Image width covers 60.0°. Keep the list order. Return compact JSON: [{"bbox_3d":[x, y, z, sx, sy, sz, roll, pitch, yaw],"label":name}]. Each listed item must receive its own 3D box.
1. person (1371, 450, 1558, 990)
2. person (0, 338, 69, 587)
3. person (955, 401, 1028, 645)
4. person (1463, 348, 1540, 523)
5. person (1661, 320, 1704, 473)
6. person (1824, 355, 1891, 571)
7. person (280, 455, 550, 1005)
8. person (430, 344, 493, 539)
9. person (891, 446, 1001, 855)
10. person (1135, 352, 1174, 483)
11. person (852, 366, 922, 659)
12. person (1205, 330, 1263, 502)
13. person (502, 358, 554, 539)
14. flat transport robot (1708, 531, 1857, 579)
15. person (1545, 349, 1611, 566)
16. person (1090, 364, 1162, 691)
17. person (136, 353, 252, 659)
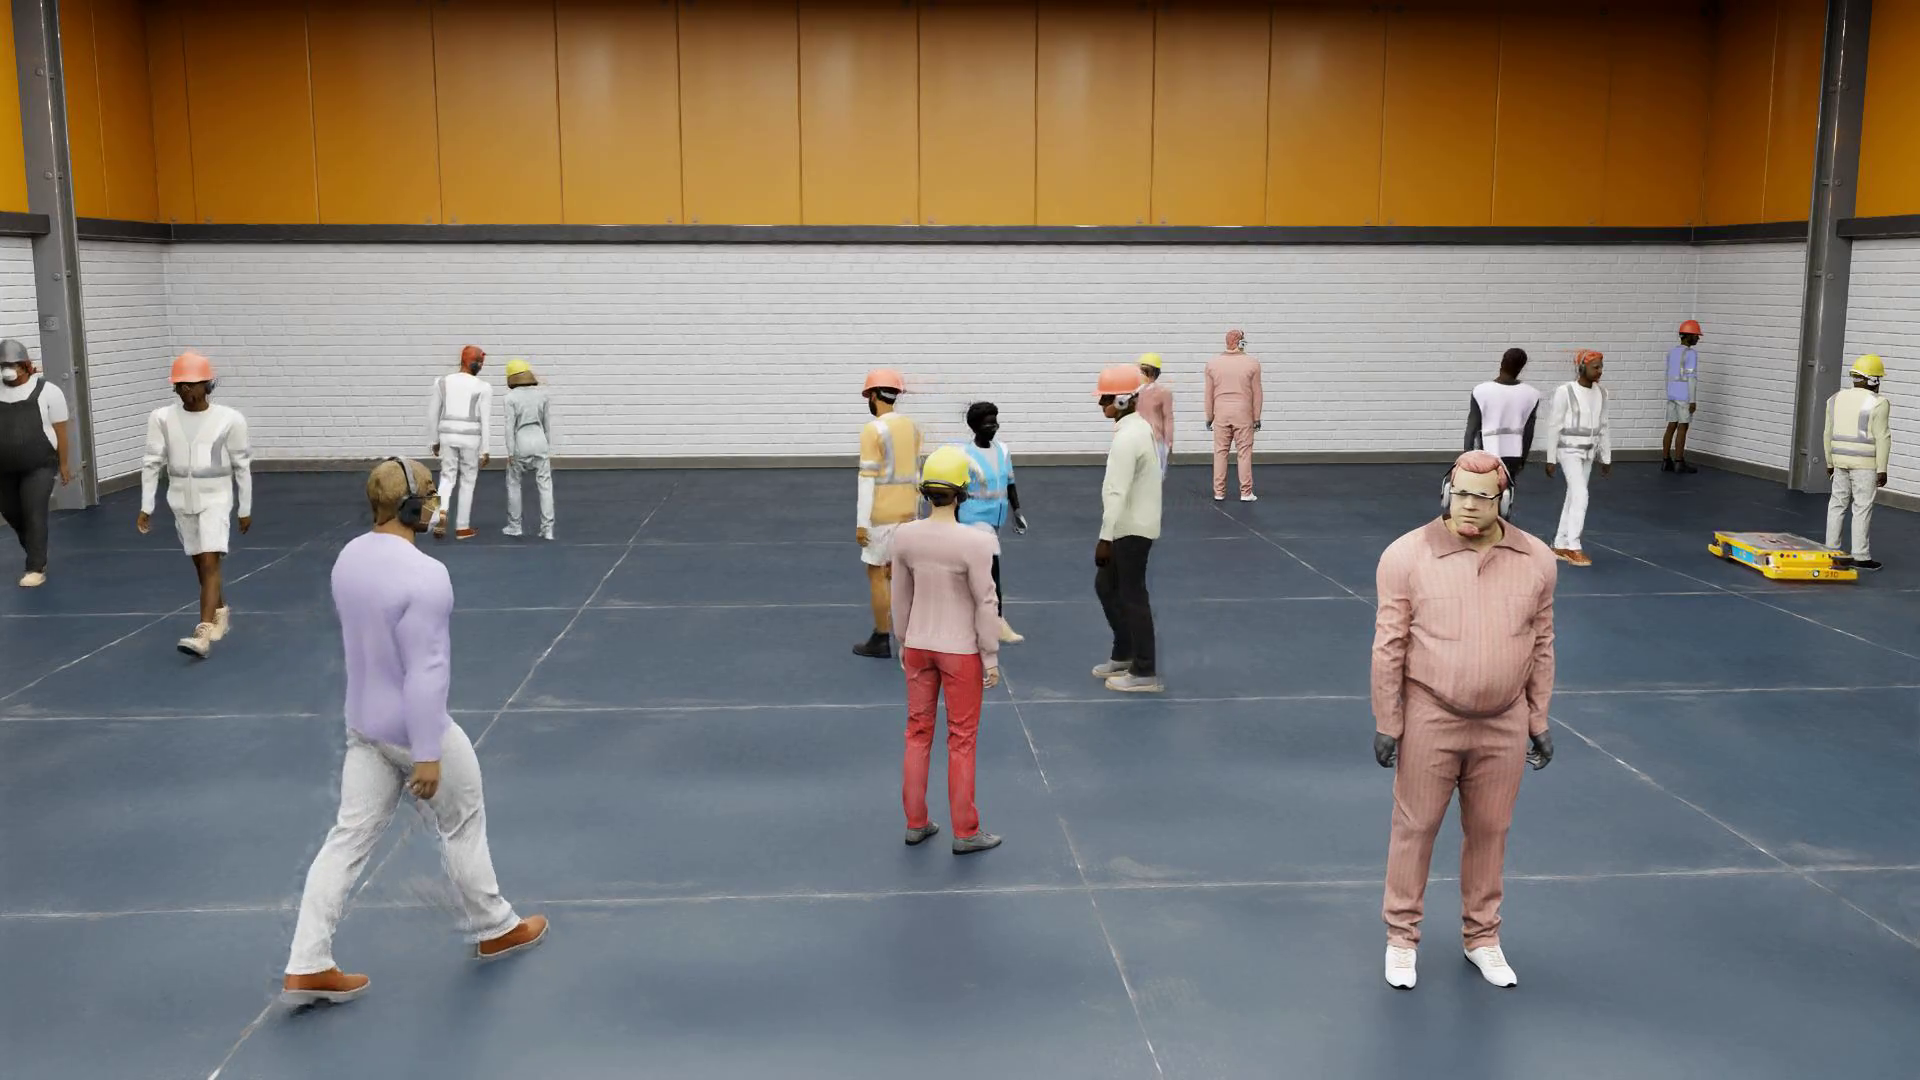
[{"bbox_3d":[1.765,0.633,5.811,0.649,1.904,0.401,0,9,-2],"label":"person"},{"bbox_3d":[-7.674,-0.682,13.640,0.687,2.000,0.922,-2,9,-10],"label":"person"},{"bbox_3d":[0.127,-0.150,11.511,0.894,1.647,0.533,8,12,40],"label":"person"},{"bbox_3d":[4.647,-0.715,14.353,0.630,1.879,0.571,-1,9,-5],"label":"person"},{"bbox_3d":[9.167,-1.814,21.081,0.374,1.934,0.548,-1,9,-9],"label":"person"},{"bbox_3d":[7.642,-0.658,14.143,0.404,1.829,0.600,-3,10,-21],"label":"person"},{"bbox_3d":[-1.961,0.646,5.795,0.647,1.893,1.011,7,12,39],"label":"person"},{"bbox_3d":[-4.701,-0.896,15.589,0.633,1.857,0.668,1,9,6],"label":"person"},{"bbox_3d":[-0.057,0.477,7.212,0.533,1.772,0.299,6,11,33],"label":"person"},{"bbox_3d":[1.857,-0.994,16.533,0.526,1.748,0.614,6,11,32],"label":"person"},{"bbox_3d":[-0.439,-0.169,10.829,0.575,1.910,0.624,6,11,32],"label":"person"},{"bbox_3d":[3.030,-1.367,18.379,0.637,1.904,0.403,4,10,22],"label":"person"},{"bbox_3d":[-4.143,-0.871,15.836,0.510,1.718,0.705,-7,12,-39],"label":"person"},{"bbox_3d":[6.978,0.118,14.157,0.652,0.197,1.431,1,9,4],"label":"flat transport robot"},{"bbox_3d":[5.384,-0.703,14.331,0.607,1.856,0.684,-5,10,-28],"label":"person"},{"bbox_3d":[0.954,-0.064,9.965,0.581,1.973,0.641,2,9,11],"label":"person"},{"bbox_3d":[-5.035,-0.232,10.966,0.631,1.984,1.066,0,9,-3],"label":"person"}]
